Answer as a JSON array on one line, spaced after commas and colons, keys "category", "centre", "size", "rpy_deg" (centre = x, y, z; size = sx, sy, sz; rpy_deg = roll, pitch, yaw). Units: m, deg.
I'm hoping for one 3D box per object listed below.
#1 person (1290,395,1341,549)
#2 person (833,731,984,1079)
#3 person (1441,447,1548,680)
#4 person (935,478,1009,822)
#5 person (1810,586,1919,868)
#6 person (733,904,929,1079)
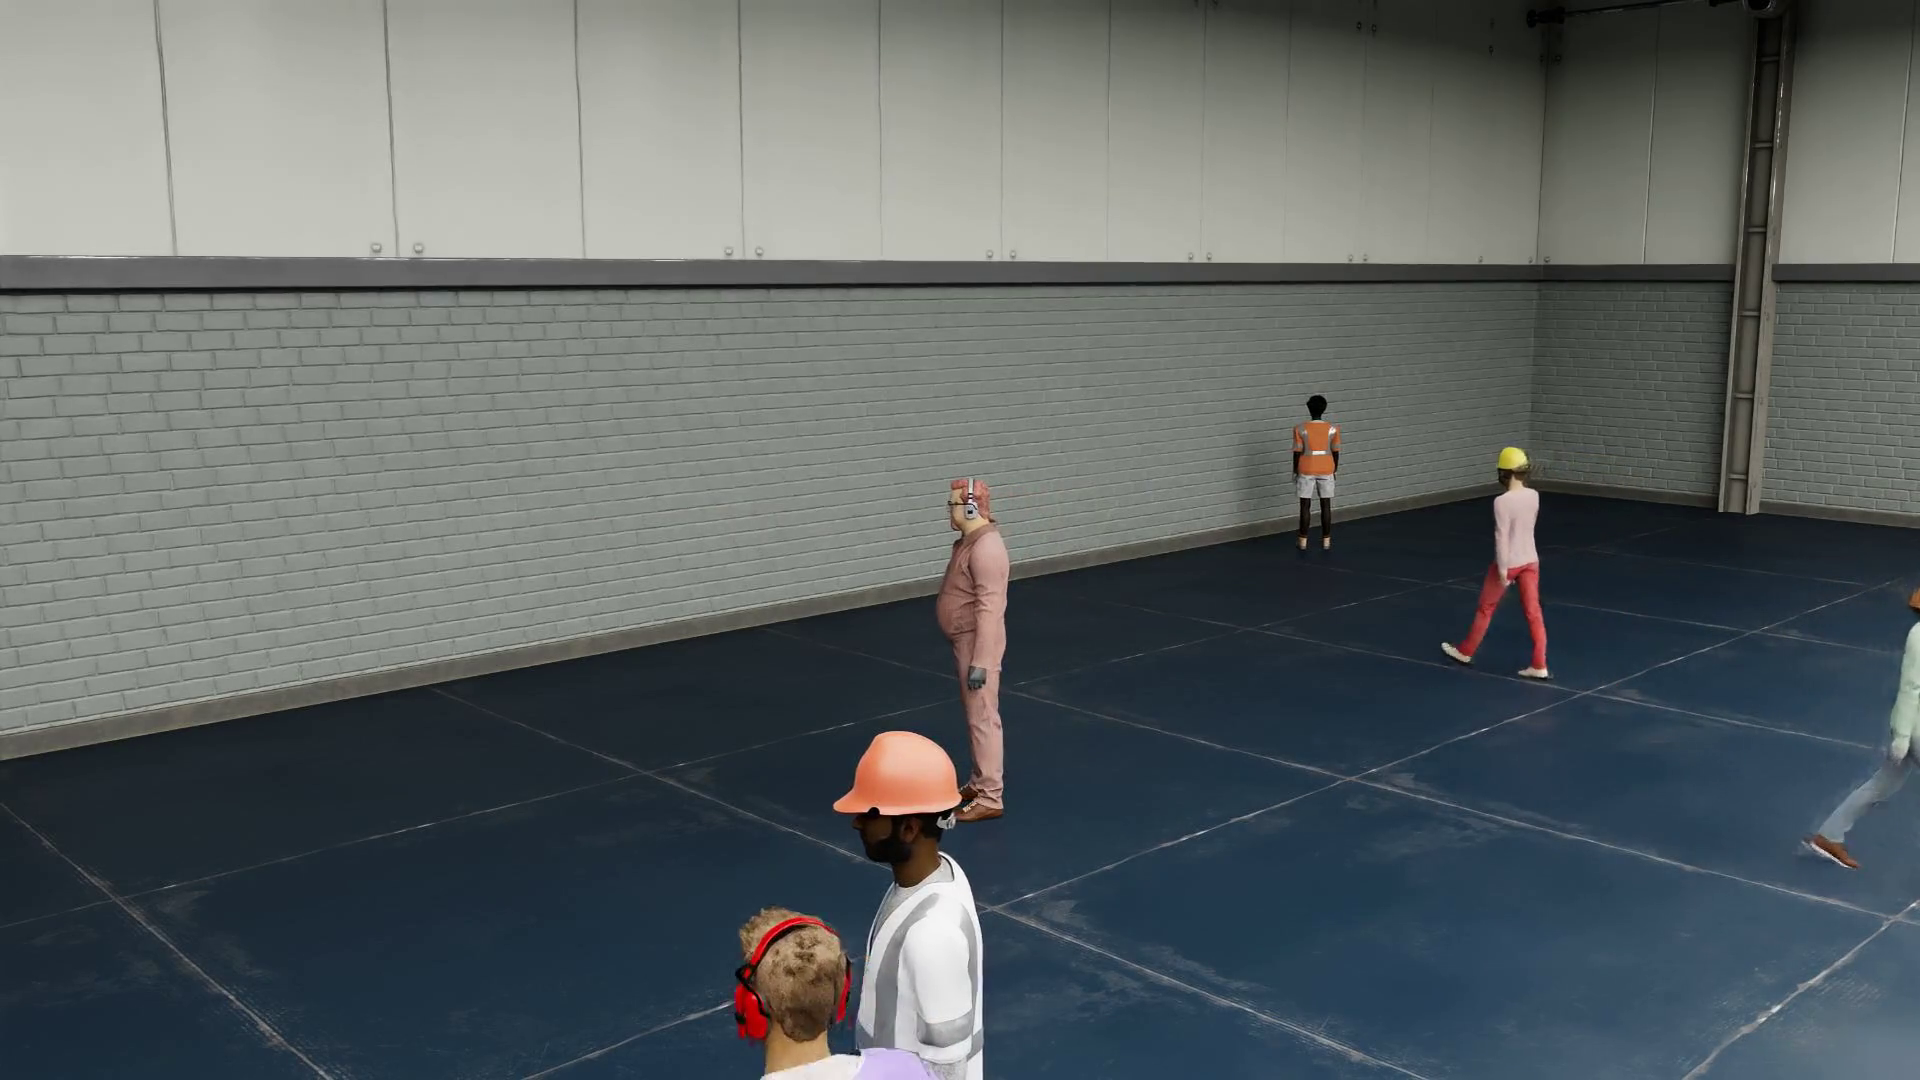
[{"category": "person", "centre": [3.888, -0.735, 18.268], "size": [0.560, 1.692, 0.441], "rpy_deg": [0, 9, 1]}, {"category": "person", "centre": [-0.125, 1.416, 4.102], "size": [0.356, 1.936, 0.551], "rpy_deg": [-1, 9, -6]}, {"category": "person", "centre": [4.112, 0.162, 12.557], "size": [0.532, 1.724, 0.900], "rpy_deg": [-5, 11, -31]}, {"category": "person", "centre": [0.064, 0.603, 9.244], "size": [0.402, 1.906, 0.651], "rpy_deg": [-1, 9, -3]}, {"category": "person", "centre": [4.711, 0.927, 8.234], "size": [0.854, 1.587, 0.507], "rpy_deg": [6, 11, 33]}, {"category": "person", "centre": [-0.291, 1.617, 3.195], "size": [0.572, 1.834, 0.431], "rpy_deg": [-6, 11, -34]}]
